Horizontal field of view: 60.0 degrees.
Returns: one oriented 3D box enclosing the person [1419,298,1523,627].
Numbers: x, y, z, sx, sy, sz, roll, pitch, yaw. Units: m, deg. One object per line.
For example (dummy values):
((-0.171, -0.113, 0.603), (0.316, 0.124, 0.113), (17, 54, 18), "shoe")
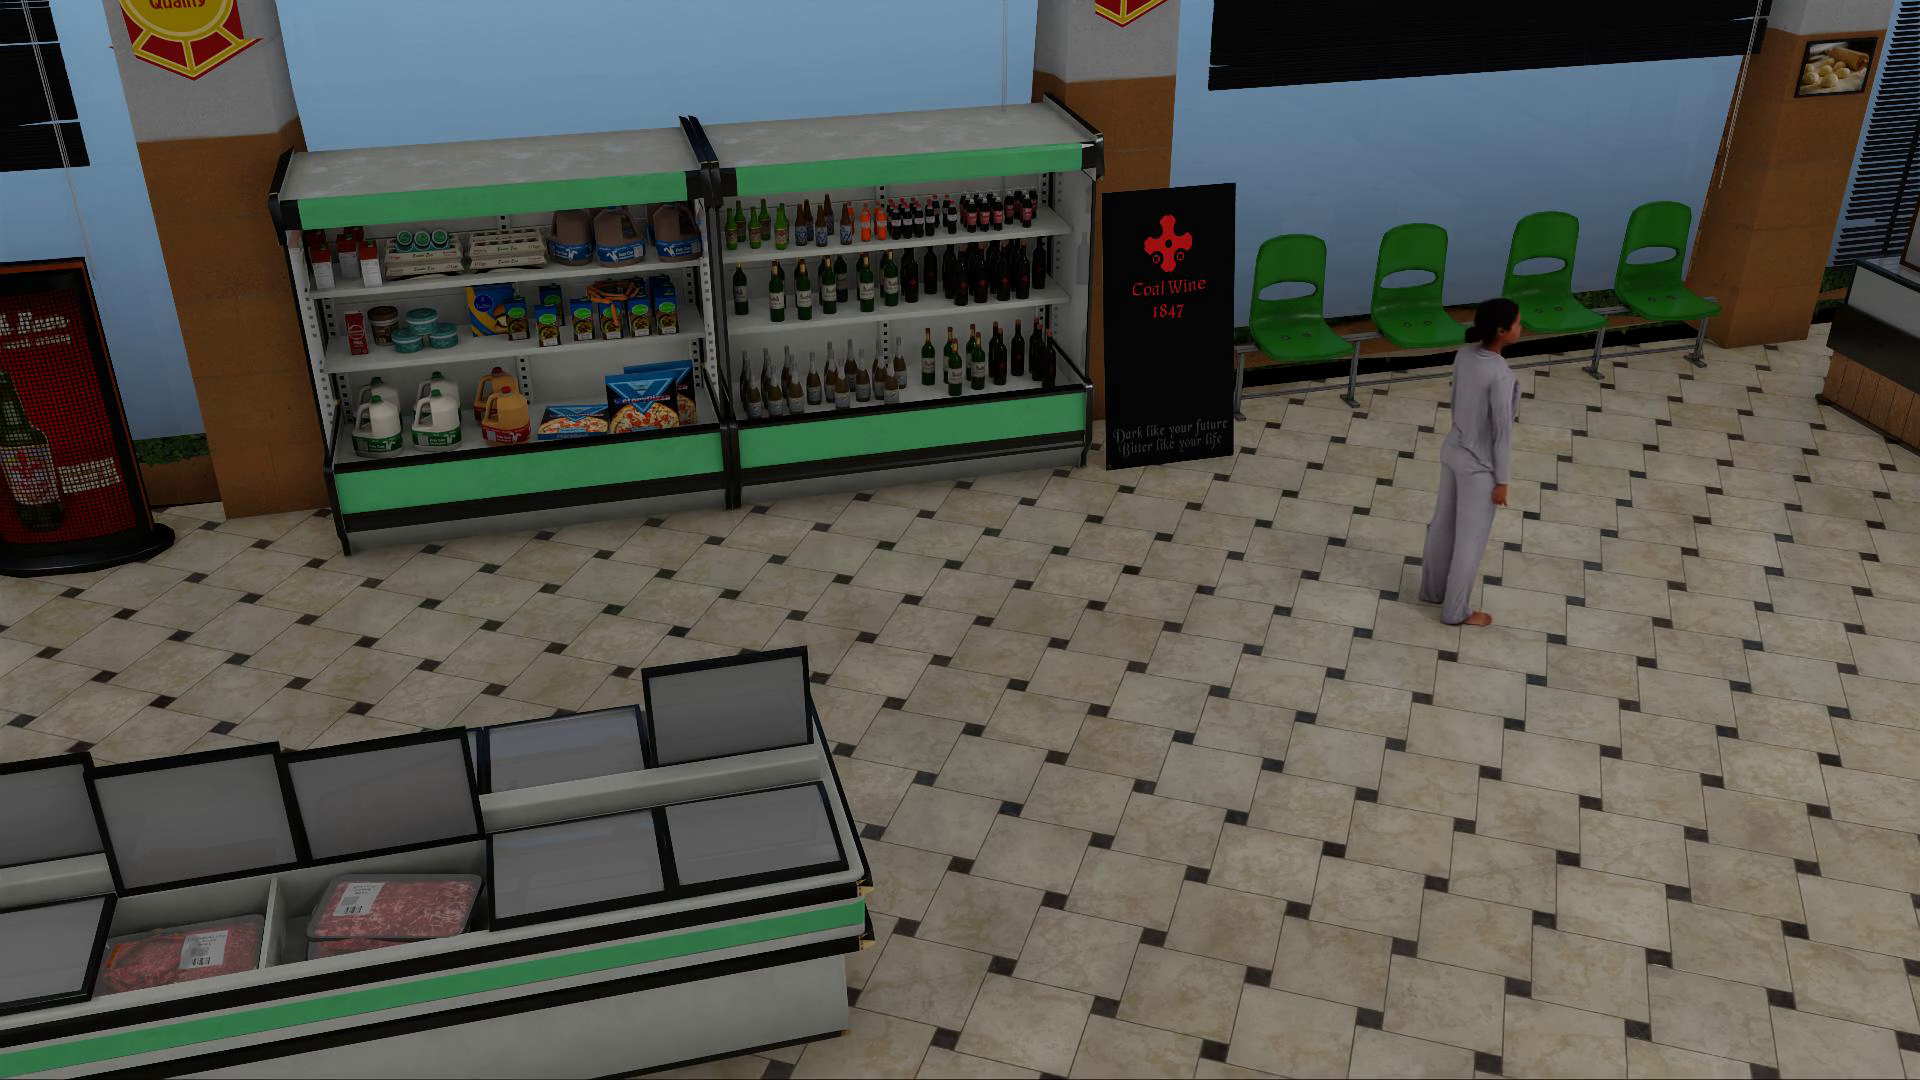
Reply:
((2.609, -0.359, 8.479), (0.522, 1.637, 0.637), (-7, 29, -12), "person")
